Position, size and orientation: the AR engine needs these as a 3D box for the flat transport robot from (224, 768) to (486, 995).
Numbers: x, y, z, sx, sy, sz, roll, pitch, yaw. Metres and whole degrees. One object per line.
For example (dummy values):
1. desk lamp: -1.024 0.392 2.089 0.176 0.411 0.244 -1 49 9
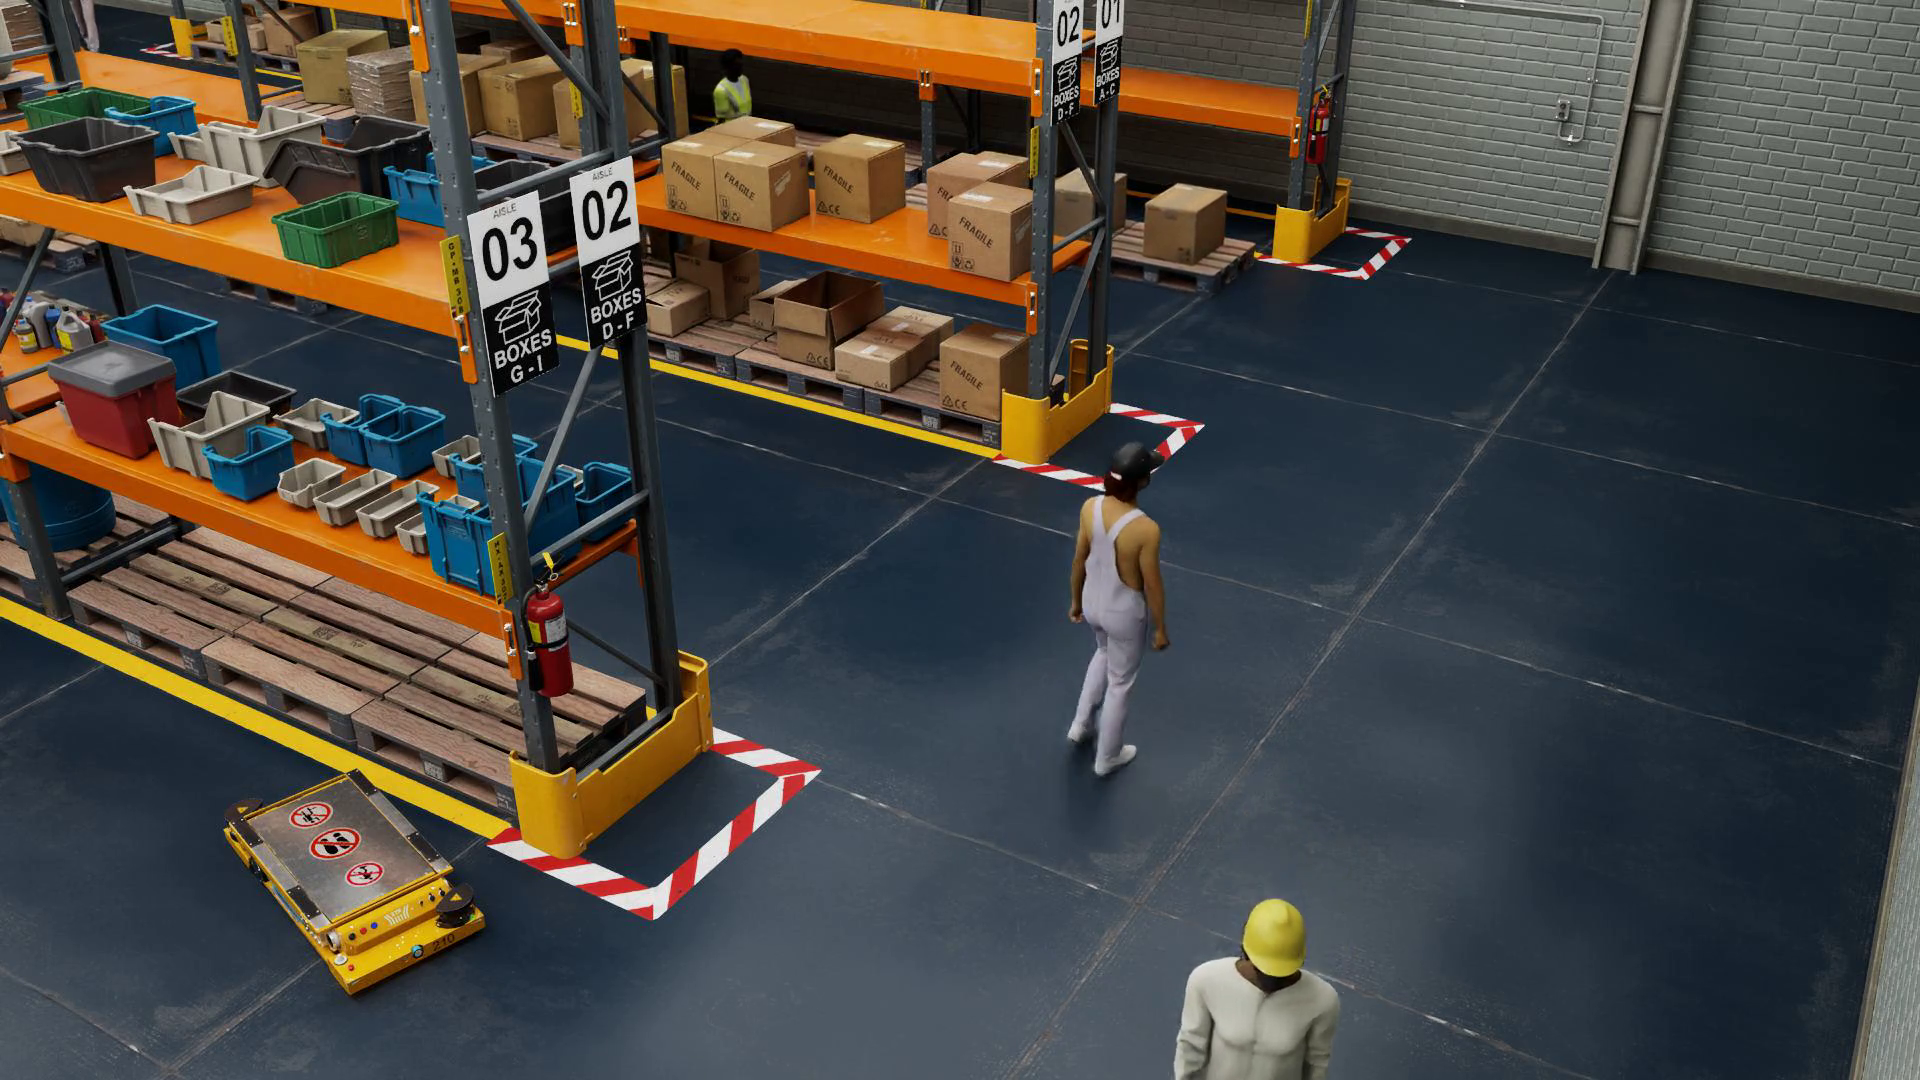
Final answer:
1. flat transport robot: -2.885 1.553 7.847 0.659 0.231 1.431 -24 37 -36

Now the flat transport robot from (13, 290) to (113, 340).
1. flat transport robot: -7.703 -1.797 13.857 1.431 0.231 0.659 18 34 30

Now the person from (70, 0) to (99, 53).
1. person: -11.923 -7.465 22.473 0.597 1.788 0.997 -11 31 -19

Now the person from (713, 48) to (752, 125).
1. person: -2.180 -3.964 16.282 0.372 1.683 0.548 14 32 23

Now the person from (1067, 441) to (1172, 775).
1. person: 0.816 0.352 8.383 0.454 1.851 0.537 -26 38 -38

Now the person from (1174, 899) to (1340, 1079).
1. person: 1.008 1.878 5.764 0.516 1.723 0.905 8 30 13
